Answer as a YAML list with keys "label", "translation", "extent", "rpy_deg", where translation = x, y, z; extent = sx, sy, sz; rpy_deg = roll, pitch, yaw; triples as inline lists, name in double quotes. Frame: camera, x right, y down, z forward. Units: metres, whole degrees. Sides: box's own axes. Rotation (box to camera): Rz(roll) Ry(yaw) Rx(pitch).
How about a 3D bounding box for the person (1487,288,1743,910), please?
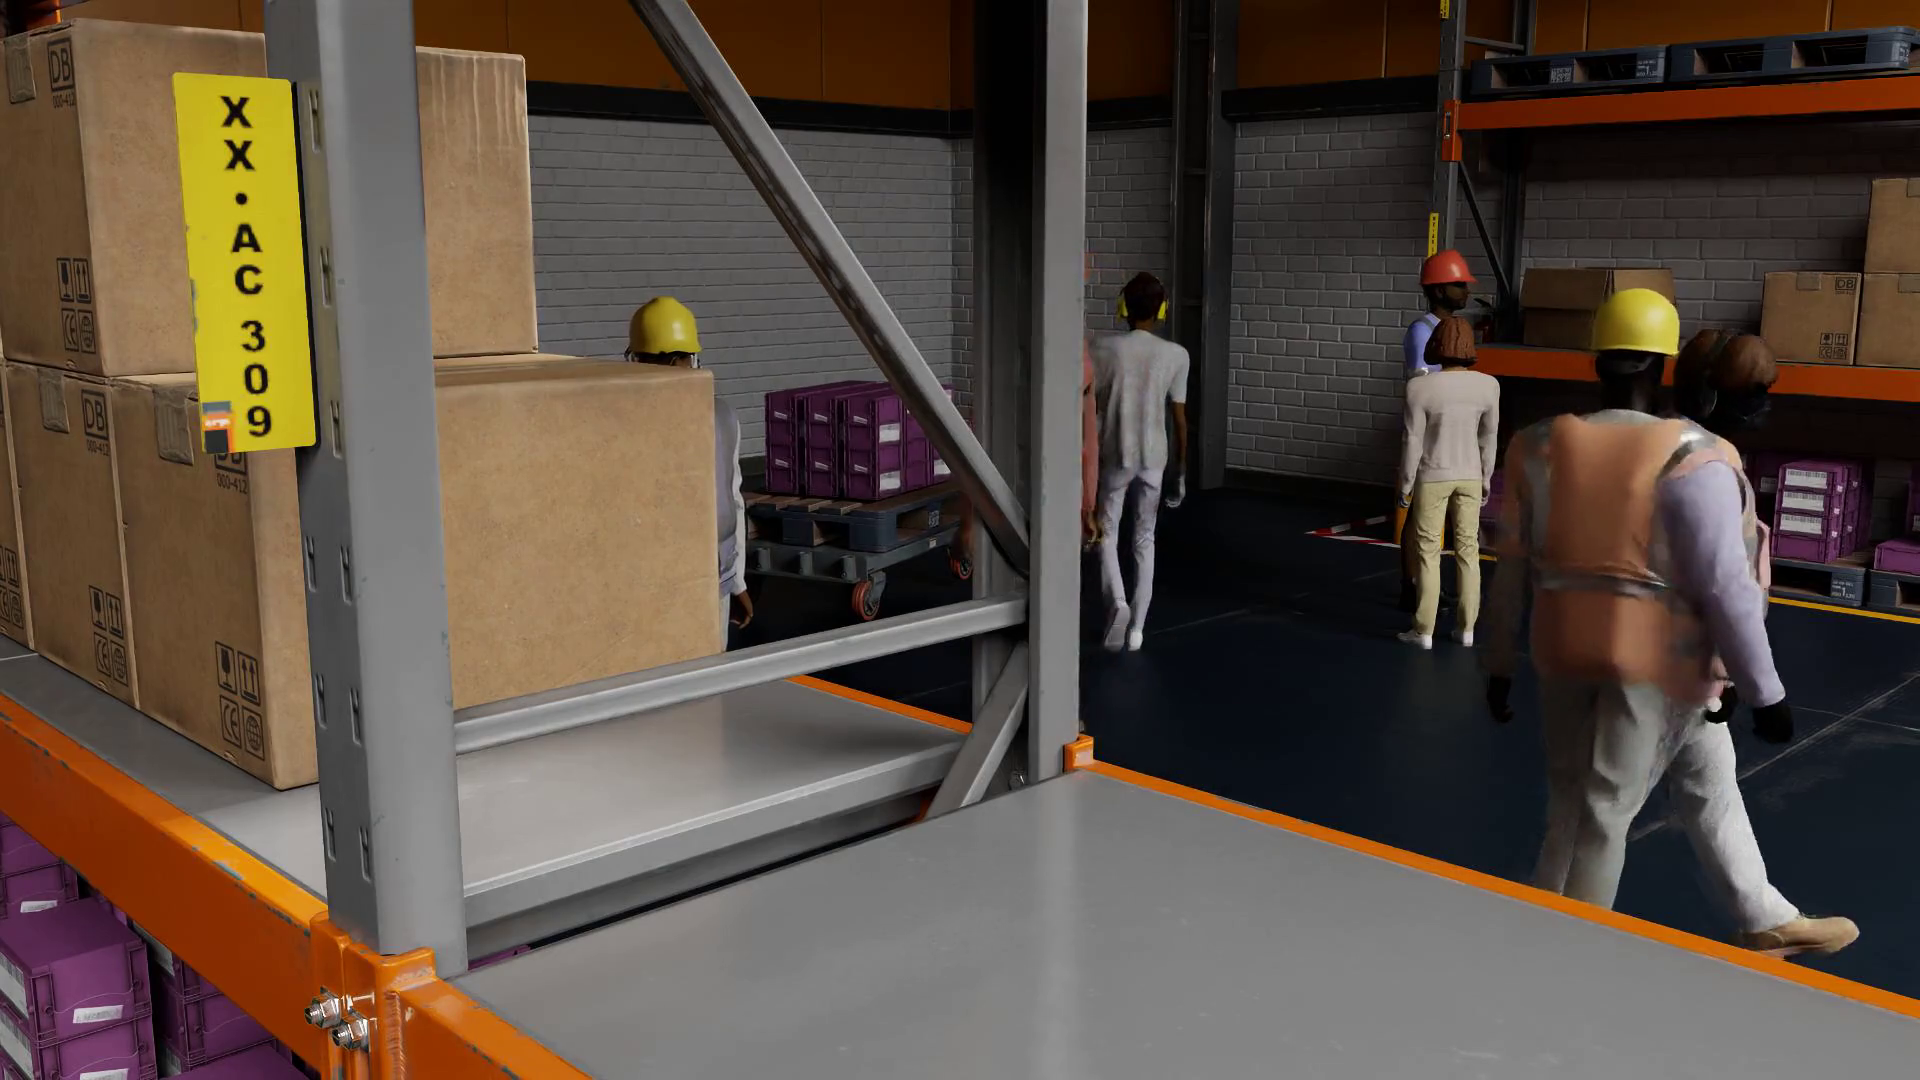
- label: "person"
  translation: [1.752, 0.285, 4.423]
  extent: [0.607, 1.873, 0.986]
  rpy_deg: [8, 13, 38]

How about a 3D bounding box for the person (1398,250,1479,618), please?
- label: "person"
  translation: [2.554, -0.567, 8.904]
  extent: [0.347, 1.943, 0.545]
  rpy_deg: [6, 12, 31]

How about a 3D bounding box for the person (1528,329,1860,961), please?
- label: "person"
  translation: [1.948, 0.341, 4.399]
  extent: [0.960, 1.779, 0.634]
  rpy_deg: [3, 11, 15]

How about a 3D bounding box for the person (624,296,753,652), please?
- label: "person"
  translation: [-0.925, 0.142, 5.335]
  extent: [0.601, 1.831, 0.404]
  rpy_deg: [-8, 13, -38]

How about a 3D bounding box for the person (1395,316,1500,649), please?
- label: "person"
  translation: [2.381, -0.275, 8.154]
  extent: [0.500, 1.633, 0.282]
  rpy_deg: [-2, 11, -11]

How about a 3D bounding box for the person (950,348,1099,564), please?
- label: "person"
  translation: [0.241, -0.116, 6.344]
  extent: [0.522, 1.975, 0.613]
  rpy_deg: [8, 13, 36]

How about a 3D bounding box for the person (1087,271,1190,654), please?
- label: "person"
  translation: [0.821, -0.350, 7.968]
  extent: [0.544, 1.855, 0.616]
  rpy_deg: [1, 10, 3]
